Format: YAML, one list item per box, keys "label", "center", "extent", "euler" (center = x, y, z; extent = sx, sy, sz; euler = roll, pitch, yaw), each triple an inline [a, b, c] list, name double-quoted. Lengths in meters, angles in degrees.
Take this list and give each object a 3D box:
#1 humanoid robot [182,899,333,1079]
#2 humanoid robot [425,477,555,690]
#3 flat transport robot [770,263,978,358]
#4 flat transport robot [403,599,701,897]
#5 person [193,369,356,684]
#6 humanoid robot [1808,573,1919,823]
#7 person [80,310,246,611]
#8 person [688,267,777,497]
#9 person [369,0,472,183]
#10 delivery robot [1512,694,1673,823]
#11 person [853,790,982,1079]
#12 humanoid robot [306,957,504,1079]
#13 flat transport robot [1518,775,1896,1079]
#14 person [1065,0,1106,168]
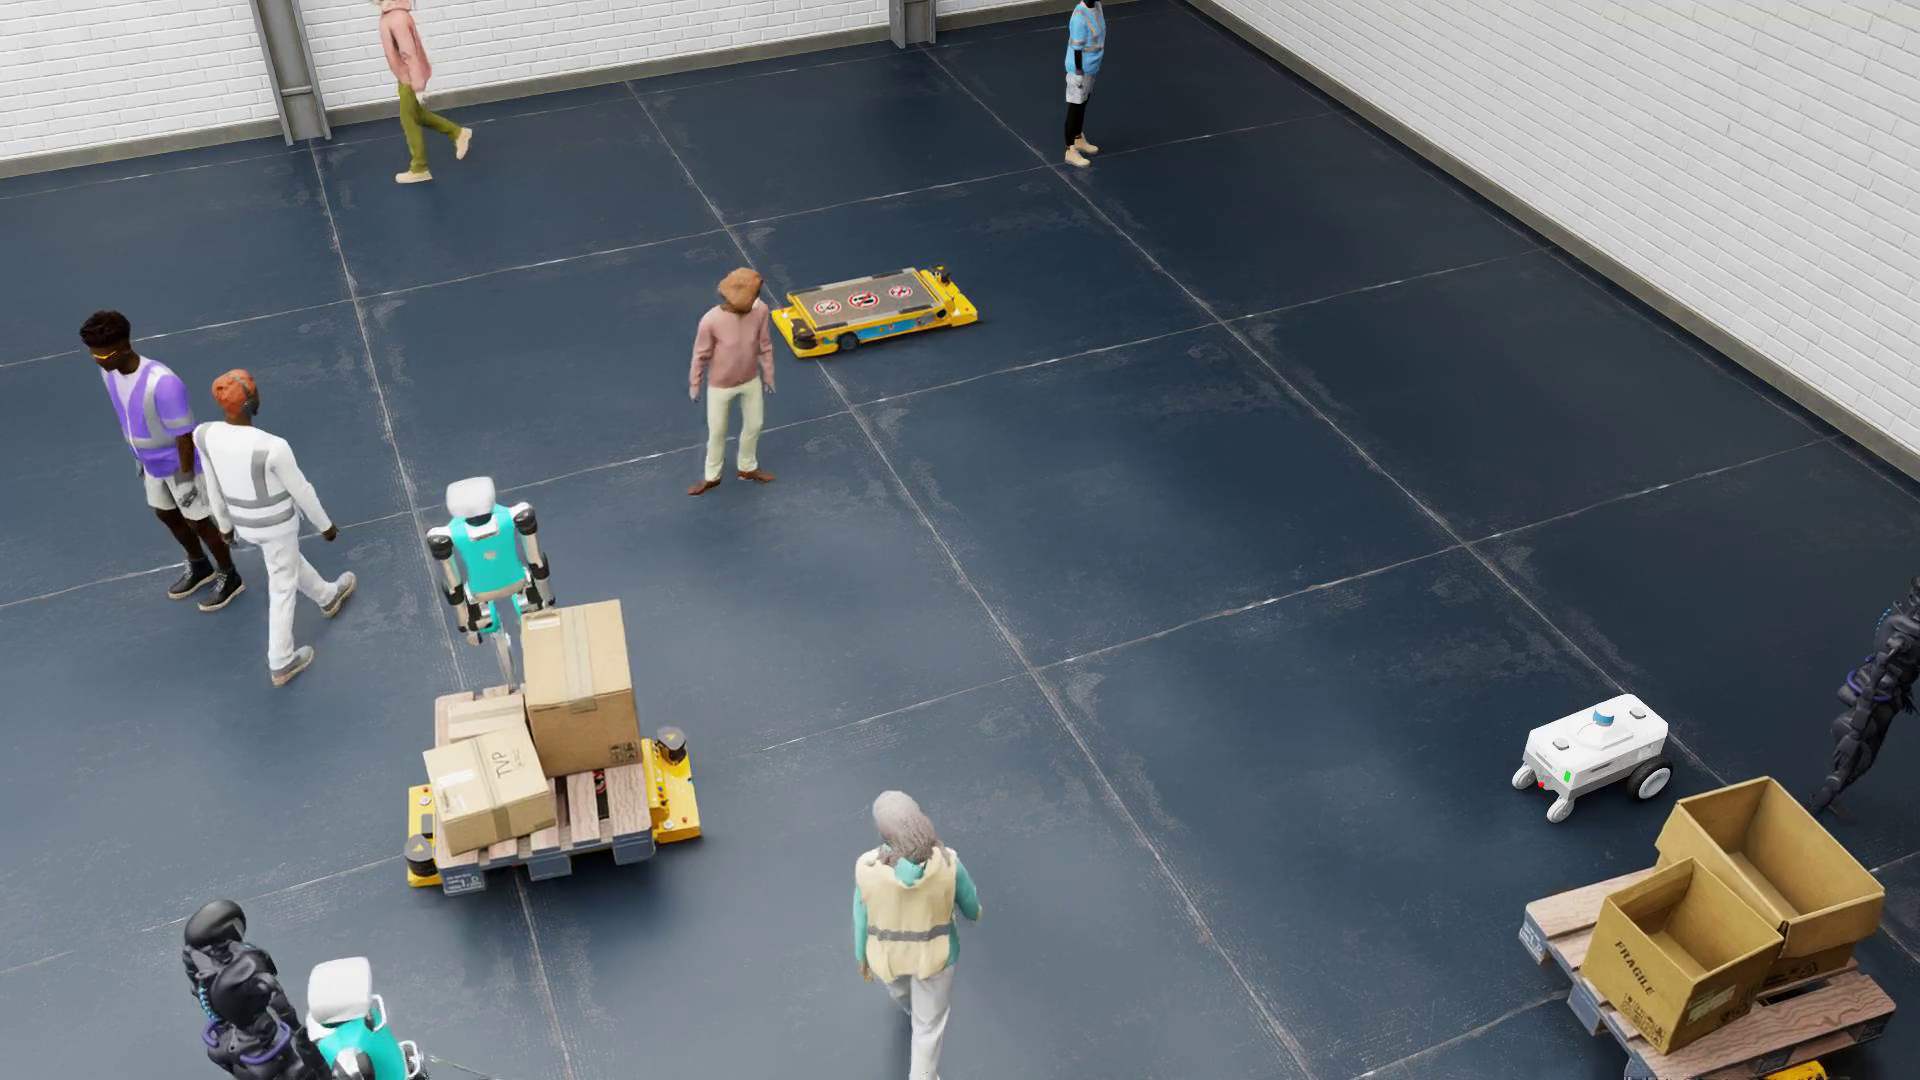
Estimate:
- label: "humanoid robot"
  center: [-2.715, 2.001, 6.534]
  extent: [0.609, 1.642, 0.605]
  euler: [16, 40, 20]
- label: "humanoid robot"
  center: [-2.434, 0.295, 8.710]
  extent: [0.570, 1.797, 0.807]
  euler: [-16, 40, -20]
- label: "flat transport robot"
  center: [-0.648, -1.731, 12.526]
  extent: [1.431, 0.231, 0.659]
  euler: [-14, 40, -18]
- label: "flat transport robot"
  center: [-2.086, 1.355, 8.509]
  extent: [1.431, 0.231, 0.659]
  euler: [-9, 38, -11]
- label: "person"
  center: [-3.751, -0.140, 9.173]
  extent: [0.588, 1.834, 0.900]
  euler: [13, 39, 17]
- label: "humanoid robot"
  center: [4.447, 0.808, 8.067]
  extent: [0.614, 1.656, 0.308]
  euler: [-28, 45, -31]
- label: "person"
  center: [-4.540, -0.454, 9.485]
  extent: [0.619, 1.945, 0.424]
  euler: [20, 42, 24]
- label: "person"
  center: [-1.462, -0.966, 10.427]
  extent: [0.656, 1.605, 0.348]
  euler: [-21, 42, -25]
- label: "person"
  center: [-4.614, -3.956, 14.156]
  extent: [0.651, 1.811, 0.570]
  euler: [-16, 40, -19]
- label: "delivery robot"
  center: [3.296, 1.092, 8.625]
  extent: [0.794, 0.603, 0.499]
  euler: [-17, 41, -20]
- label: "person"
  center: [-0.174, 1.647, 6.964]
  extent: [0.497, 1.664, 0.857]
  euler: [3, 38, 4]
- label: "humanoid robot"
  center: [-1.916, 2.136, 6.277]
  extent: [0.754, 1.765, 0.531]
  euler: [-15, 40, -19]
- label: "flat transport robot"
  center: [3.312, 2.100, 7.540]
  extent: [0.659, 0.231, 1.431]
  euler: [-12, 39, -15]
- label: "person"
  center: [1.086, -4.113, 14.453]
  extent: [0.322, 1.696, 0.534]
  euler: [13, 39, 17]
